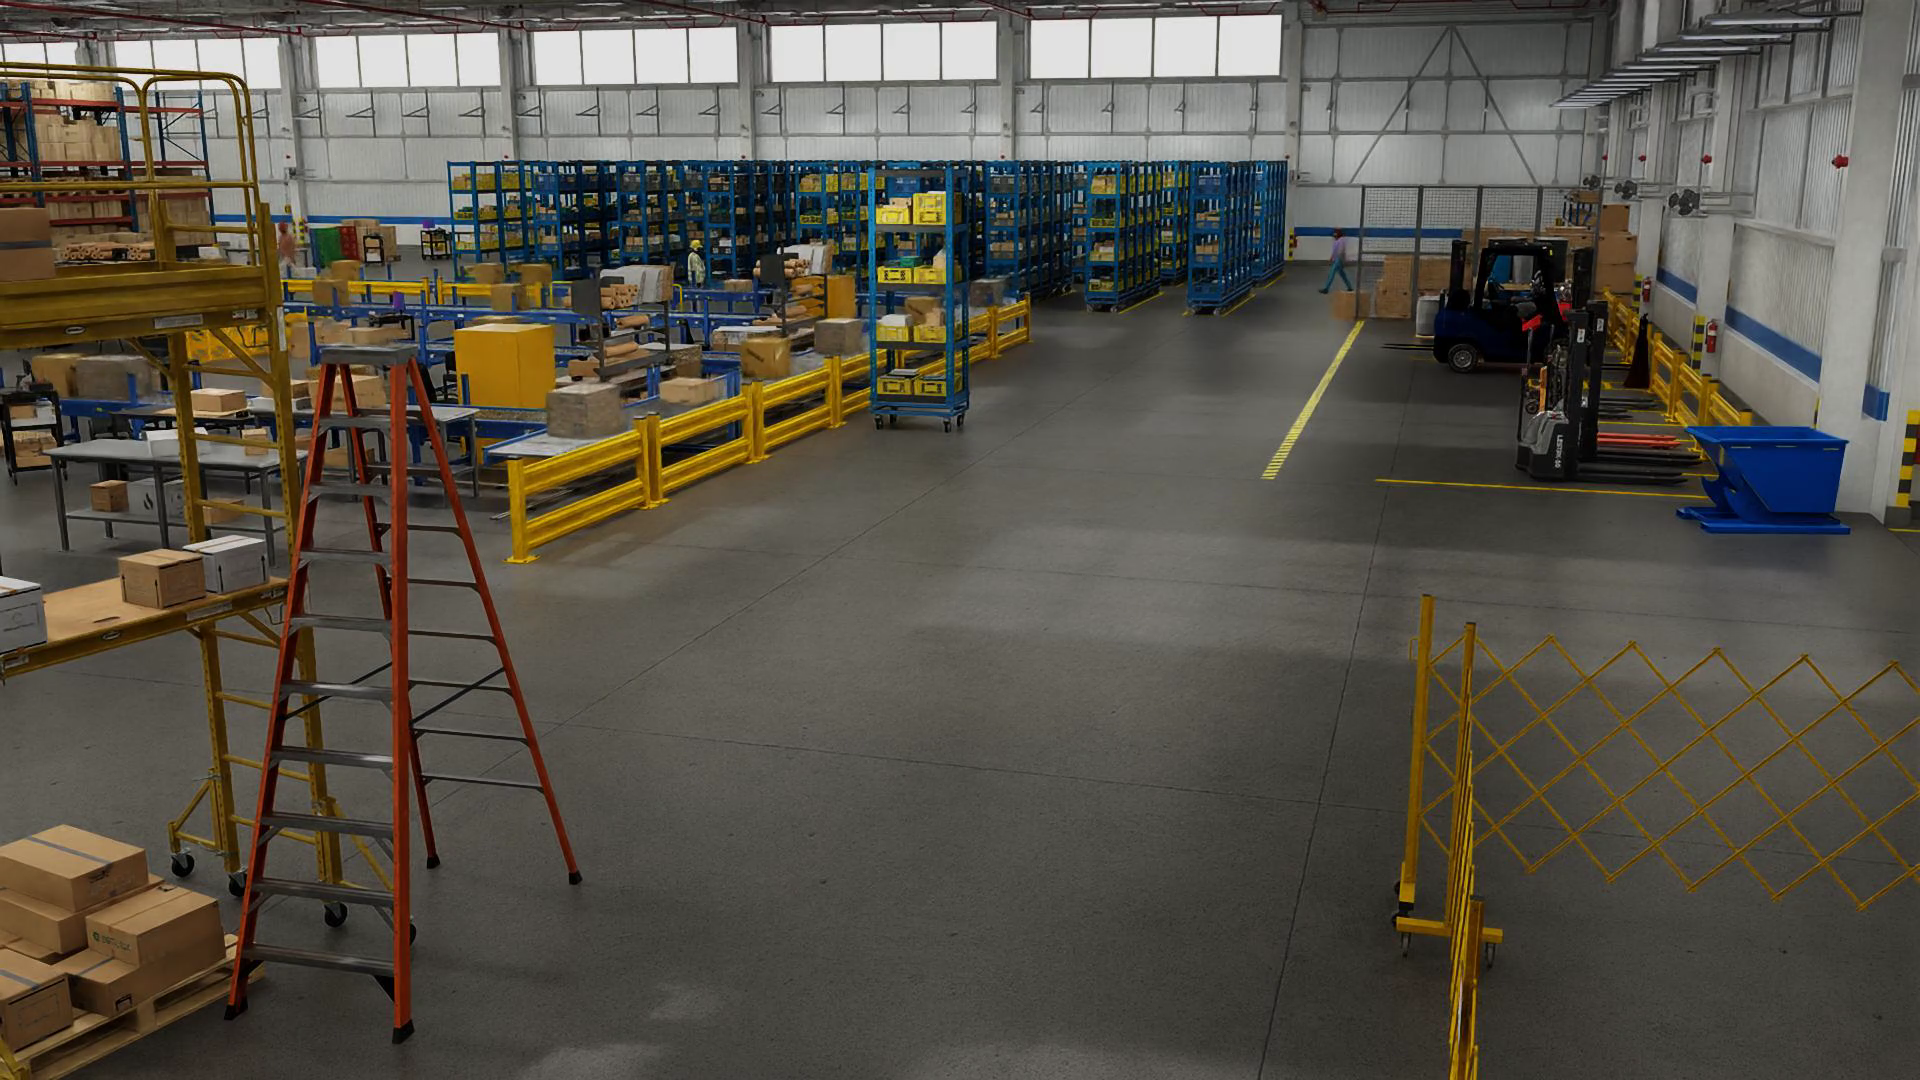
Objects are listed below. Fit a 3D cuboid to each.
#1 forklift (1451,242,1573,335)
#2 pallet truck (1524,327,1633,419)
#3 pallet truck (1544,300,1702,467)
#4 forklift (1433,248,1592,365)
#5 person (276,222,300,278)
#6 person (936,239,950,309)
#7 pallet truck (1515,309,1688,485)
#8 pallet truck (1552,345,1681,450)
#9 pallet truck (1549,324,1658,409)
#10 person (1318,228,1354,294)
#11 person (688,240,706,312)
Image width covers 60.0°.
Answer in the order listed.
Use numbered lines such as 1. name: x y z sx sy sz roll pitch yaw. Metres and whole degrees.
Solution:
1. forklift: 10.464 -4.597 31.405 2.680 1.987 1.157 4 14 16
2. pallet truck: 9.065 -2.460 24.370 1.522 1.261 0.704 3 13 14
3. pallet truck: 8.263 -1.952 20.631 1.885 1.965 0.823 5 14 20
4. forklift: 9.780 -4.111 29.280 2.680 1.987 1.157 3 13 14
5. person: -18.974 -7.982 46.858 1.011 1.958 0.617 -12 18 -42
6. person: -0.306 -5.923 37.991 0.401 1.904 0.650 5 14 22
7. pallet truck: 7.554 -1.677 19.446 1.885 1.965 0.823 3 13 14
8. pallet truck: 8.641 -1.896 21.908 1.630 1.274 0.653 4 14 16
9. pallet truck: 9.824 -2.669 25.407 1.601 1.201 0.680 4 14 16
10. person: 10.440 -7.685 45.854 1.007 1.797 0.567 1 13 3
11. person: -6.130 -6.063 38.748 0.403 1.833 0.586 -5 14 -20
